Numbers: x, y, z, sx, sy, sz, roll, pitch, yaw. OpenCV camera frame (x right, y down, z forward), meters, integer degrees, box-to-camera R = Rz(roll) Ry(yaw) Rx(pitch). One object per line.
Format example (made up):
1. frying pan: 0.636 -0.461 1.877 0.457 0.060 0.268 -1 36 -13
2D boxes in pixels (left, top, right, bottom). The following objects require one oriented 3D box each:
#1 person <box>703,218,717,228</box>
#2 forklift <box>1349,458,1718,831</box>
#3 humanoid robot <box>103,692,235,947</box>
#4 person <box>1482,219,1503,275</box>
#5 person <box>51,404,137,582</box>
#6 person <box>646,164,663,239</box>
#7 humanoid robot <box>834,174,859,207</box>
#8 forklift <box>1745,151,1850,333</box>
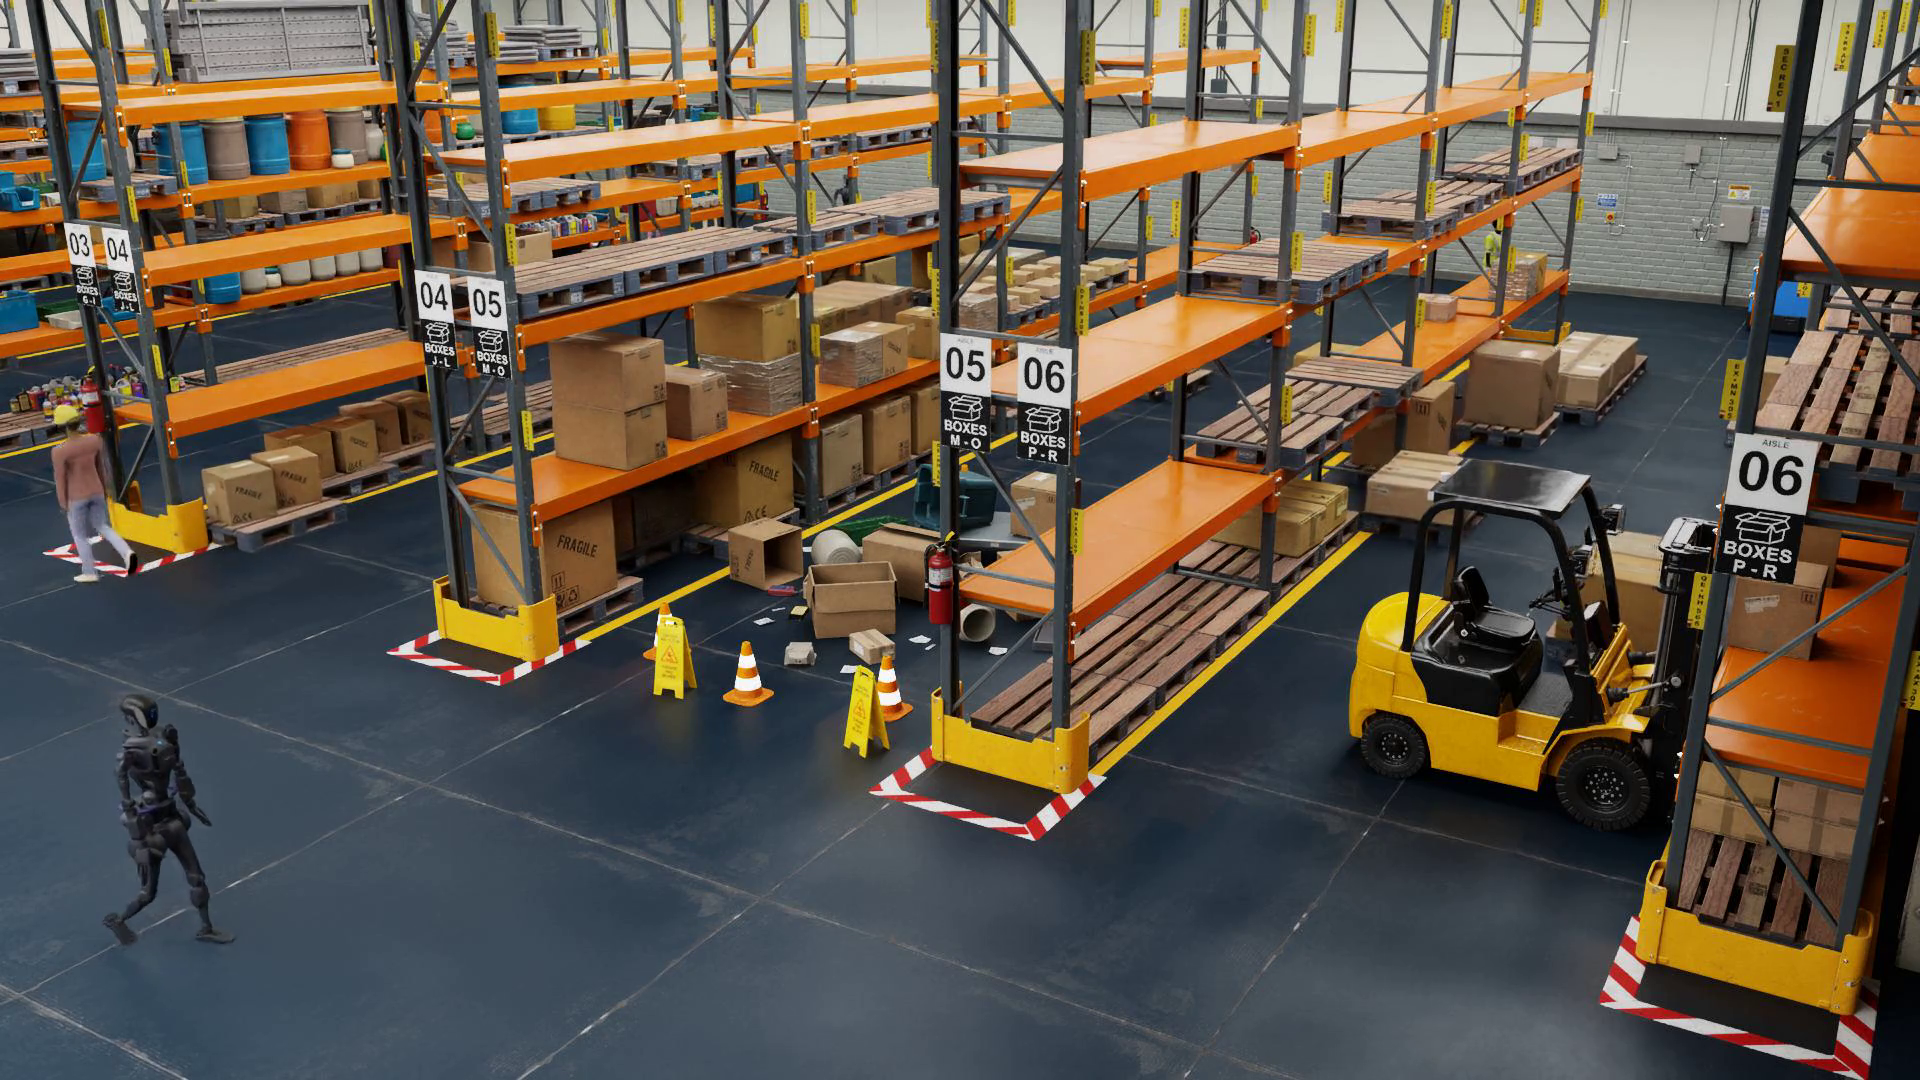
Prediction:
1. person: -5.249 -7.053 34.839 0.488 1.688 0.350 -6 20 -17
2. forklift: 3.988 0.658 11.776 2.313 2.155 1.214 11 22 29
3. humanoid robot: -4.743 1.641 9.772 0.734 1.641 0.601 3 19 10
4. person: 8.838 -4.534 27.533 0.531 1.697 0.320 -18 26 -41
5. person: -8.151 -0.415 15.561 0.574 1.747 0.527 9 21 23
6. person: -6.228 -6.816 34.002 0.586 1.779 0.412 4 20 12
7. humanoid robot: -2.312 -6.495 33.256 0.611 1.631 0.628 -10 21 -26
8. forklift: 13.620 -4.667 26.137 1.873 2.768 1.129 11 22 29
